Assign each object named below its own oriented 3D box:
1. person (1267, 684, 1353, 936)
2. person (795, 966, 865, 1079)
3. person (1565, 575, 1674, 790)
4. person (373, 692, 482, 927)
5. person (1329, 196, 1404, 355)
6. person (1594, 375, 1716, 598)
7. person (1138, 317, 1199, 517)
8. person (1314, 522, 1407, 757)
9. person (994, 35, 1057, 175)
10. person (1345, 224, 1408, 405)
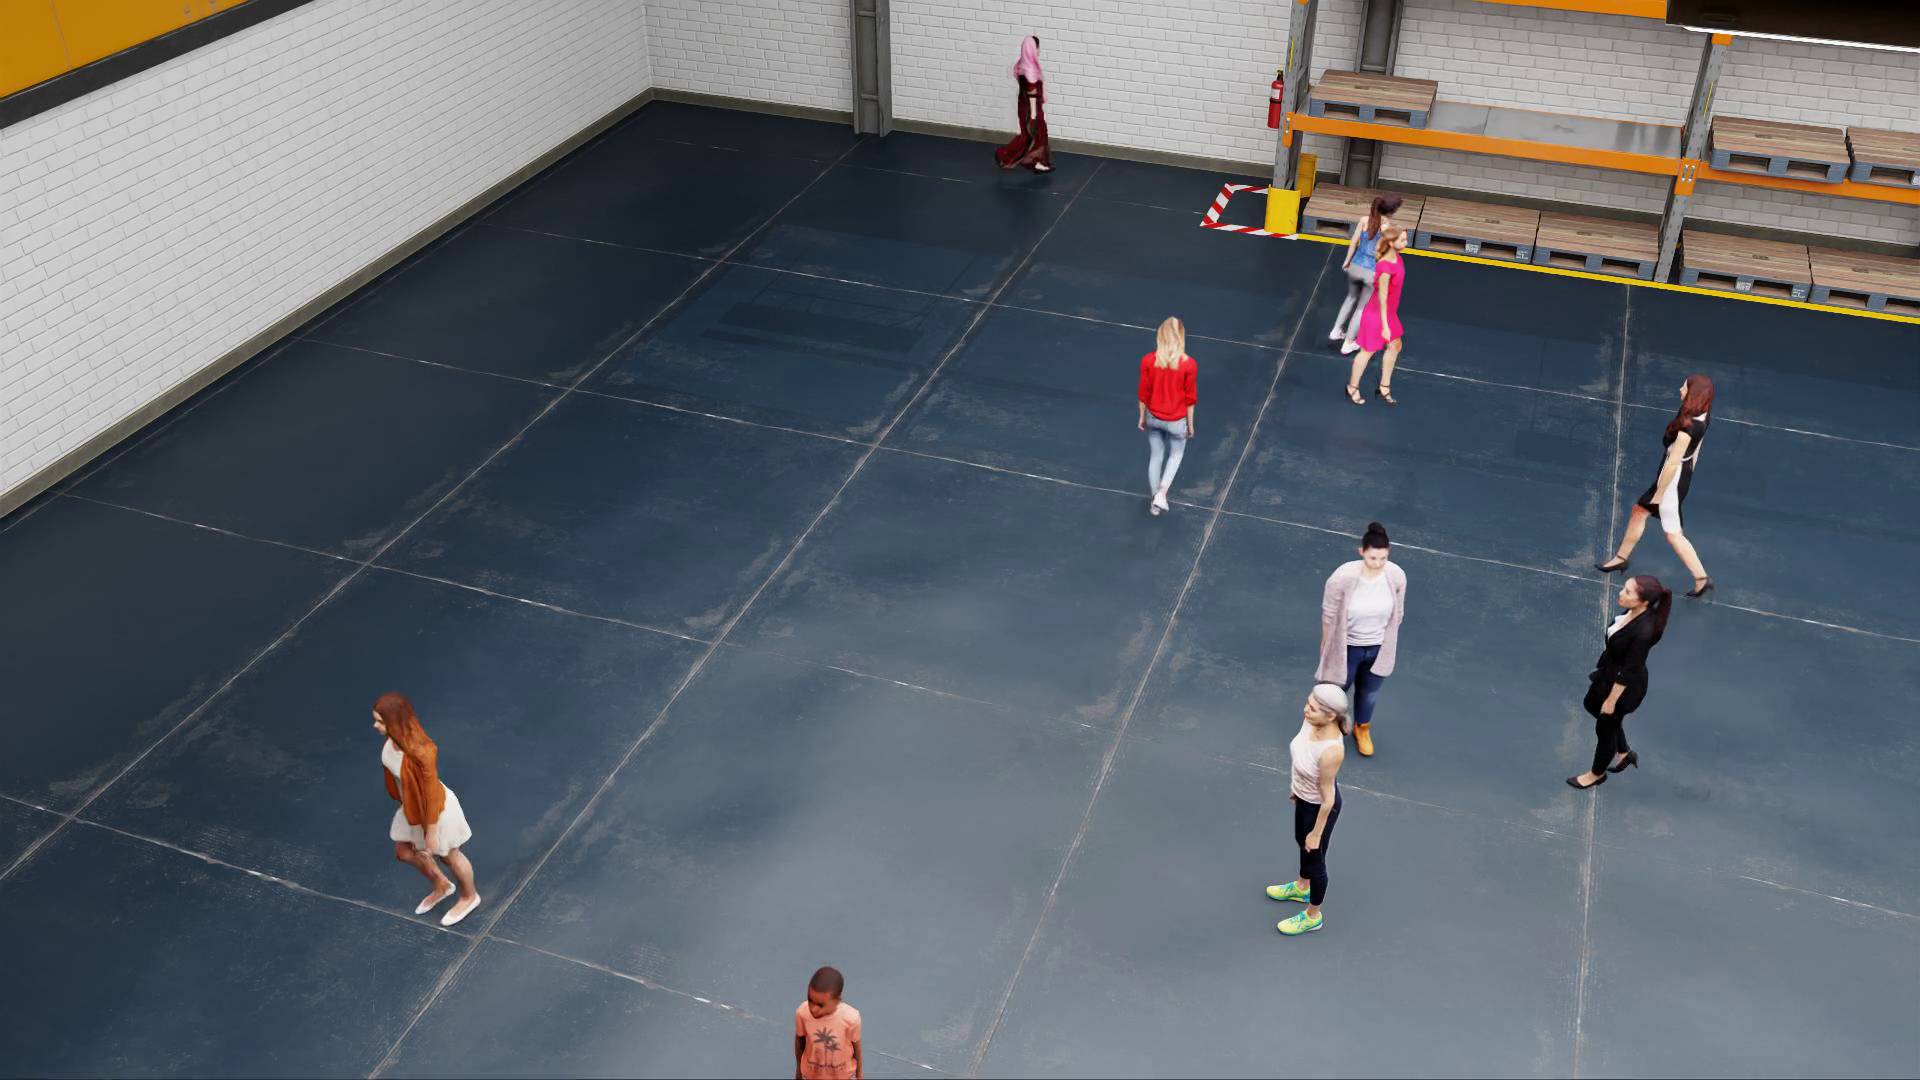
[{"bbox_3d":[1.991,1.488,9.309,0.663,1.702,0.681,-2,34,-3],"label":"person"},{"bbox_3d":[-0.627,2.545,8.074,0.446,1.309,0.584,5,34,8],"label":"person"},{"bbox_3d":[4.138,0.905,10.233,0.657,1.651,0.628,10,35,14],"label":"person"},{"bbox_3d":[-2.916,1.462,9.346,0.797,1.704,0.696,-29,43,-36],"label":"person"},{"bbox_3d":[3.733,-2.452,15.352,0.623,1.575,0.776,15,37,22],"label":"person"},{"bbox_3d":[5.214,-0.334,12.001,1.155,1.758,0.796,21,39,29],"label":"person"},{"bbox_3d":[1.581,-0.895,12.901,0.596,1.695,0.693,10,35,14],"label":"person"},{"bbox_3d":[2.533,0.622,10.576,0.711,1.743,0.835,-2,34,-3],"label":"person"},{"bbox_3d":[0.739,-4.963,19.089,1.057,1.620,0.865,-1,34,-2],"label":"person"},{"bbox_3d":[3.571,-1.964,14.494,0.723,1.711,0.643,18,38,25],"label":"person"}]
